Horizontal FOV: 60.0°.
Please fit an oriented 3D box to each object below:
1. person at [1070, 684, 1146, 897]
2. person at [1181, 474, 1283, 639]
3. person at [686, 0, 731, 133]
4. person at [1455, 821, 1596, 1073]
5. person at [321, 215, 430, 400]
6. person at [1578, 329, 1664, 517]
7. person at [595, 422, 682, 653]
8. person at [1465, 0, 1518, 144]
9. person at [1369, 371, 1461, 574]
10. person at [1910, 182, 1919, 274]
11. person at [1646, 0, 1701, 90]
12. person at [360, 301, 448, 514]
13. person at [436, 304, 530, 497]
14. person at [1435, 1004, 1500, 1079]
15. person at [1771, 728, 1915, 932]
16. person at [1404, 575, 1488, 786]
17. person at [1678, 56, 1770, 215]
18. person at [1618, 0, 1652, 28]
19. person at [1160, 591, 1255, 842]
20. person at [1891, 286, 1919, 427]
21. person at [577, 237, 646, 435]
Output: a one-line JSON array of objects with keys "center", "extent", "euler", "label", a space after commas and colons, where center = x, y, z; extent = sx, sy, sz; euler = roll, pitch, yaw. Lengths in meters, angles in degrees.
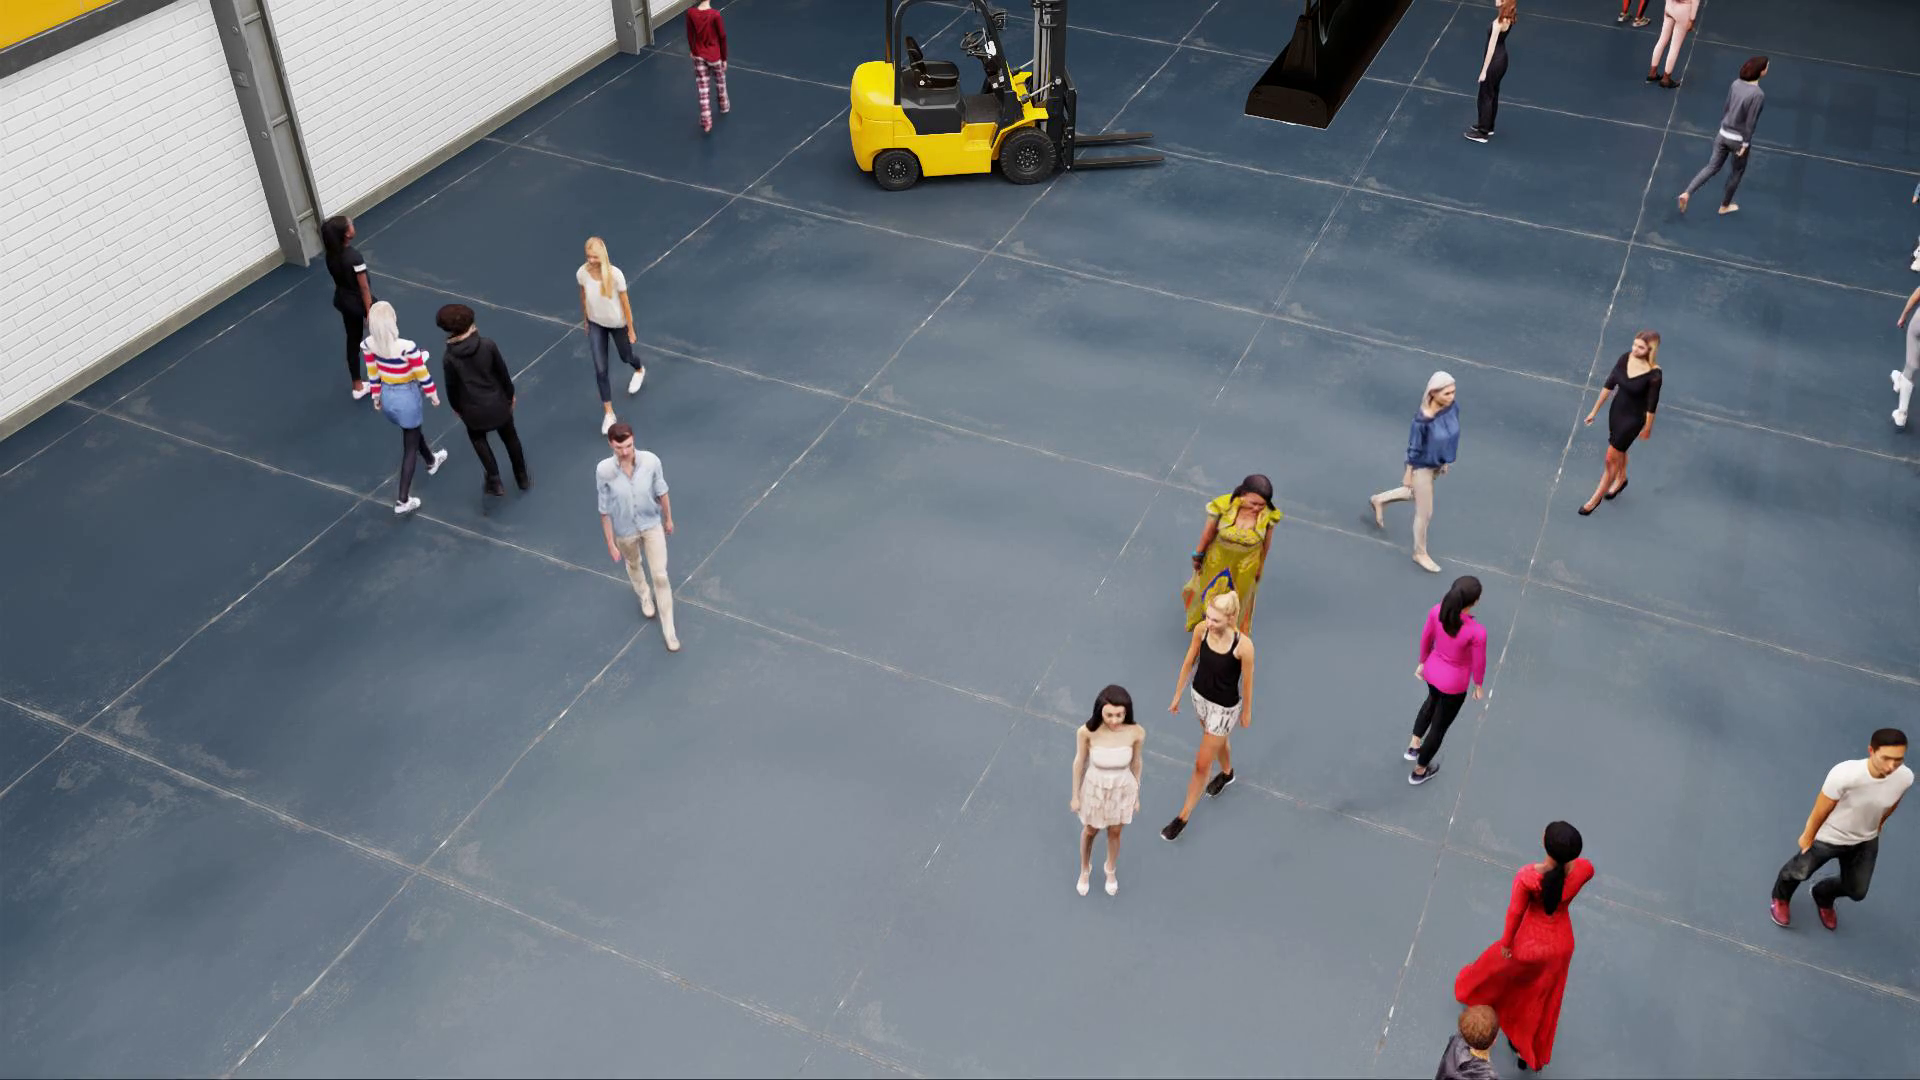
[{"center": [0.895, 1.528, 10.097], "extent": [0.654, 1.735, 0.659], "euler": [-1, 39, -1], "label": "person"}, {"center": [1.960, 0.111, 11.963], "extent": [0.950, 1.631, 1.023], "euler": [5, 39, 6], "label": "person"}, {"center": [-2.891, -5.463, 18.915], "extent": [0.863, 1.655, 1.127], "euler": [4, 39, 5], "label": "person"}, {"center": [3.207, 2.284, 9.139], "extent": [0.934, 1.759, 1.092], "euler": [-4, 39, -5], "label": "person"}, {"center": [-5.332, -2.006, 14.548], "extent": [0.666, 1.702, 1.038], "euler": [20, 43, 23], "label": "person"}, {"center": [5.393, -0.976, 13.299], "extent": [0.924, 1.652, 0.846], "euler": [-15, 41, -18], "label": "person"}, {"center": [-2.371, -0.151, 12.134], "extent": [1.084, 1.816, 1.175], "euler": [-11, 40, -13], "label": "person"}, {"center": [6.026, -5.355, 18.708], "extent": [0.646, 1.745, 0.457], "euler": [20, 43, 23], "label": "person"}, {"center": [3.520, -0.595, 12.814], "extent": [1.103, 1.672, 1.001], "euler": [-26, 45, -29], "label": "person"}, {"center": [9.761, -3.423, 16.531], "extent": [0.719, 1.443, 1.031], "euler": [25, 45, 28], "label": "person"}, {"center": [8.585, -6.279, 19.884], "extent": [0.746, 1.721, 0.693], "euler": [-14, 41, -17], "label": "person"}, {"center": [-4.493, -1.034, 13.280], "extent": [0.785, 1.766, 1.176], "euler": [10, 40, 12], "label": "person"}, {"center": [-3.808, -1.056, 13.321], "extent": [0.836, 1.748, 0.901], "euler": [-11, 40, -14], "label": "person"}, {"center": [2.556, 2.968, 8.540], "extent": [0.728, 1.427, 0.673], "euler": [-6, 39, -8], "label": "person"}, {"center": [5.226, 1.692, 9.866], "extent": [0.788, 1.778, 0.831], "euler": [1, 39, 1], "label": "person"}, {"center": [3.111, 0.953, 10.866], "extent": [0.749, 1.684, 0.708], "euler": [-23, 44, -26], "label": "person"}, {"center": [7.936, -4.147, 17.194], "extent": [1.090, 1.746, 0.968], "euler": [-18, 42, -21], "label": "person"}, {"center": [8.888, -7.546, 21.401], "extent": [0.680, 1.807, 0.694], "euler": [-26, 45, -29], "label": "person"}, {"center": [1.699, 0.999, 10.706], "extent": [0.845, 1.801, 1.162], "euler": [30, 47, 32], "label": "person"}, {"center": [8.316, -1.766, 14.282], "extent": [0.669, 1.659, 1.136], "euler": [12, 40, 15], "label": "person"}, {"center": [-2.988, -1.873, 14.332], "extent": [0.872, 1.763, 1.216], "euler": [6, 39, 7], "label": "person"}]
